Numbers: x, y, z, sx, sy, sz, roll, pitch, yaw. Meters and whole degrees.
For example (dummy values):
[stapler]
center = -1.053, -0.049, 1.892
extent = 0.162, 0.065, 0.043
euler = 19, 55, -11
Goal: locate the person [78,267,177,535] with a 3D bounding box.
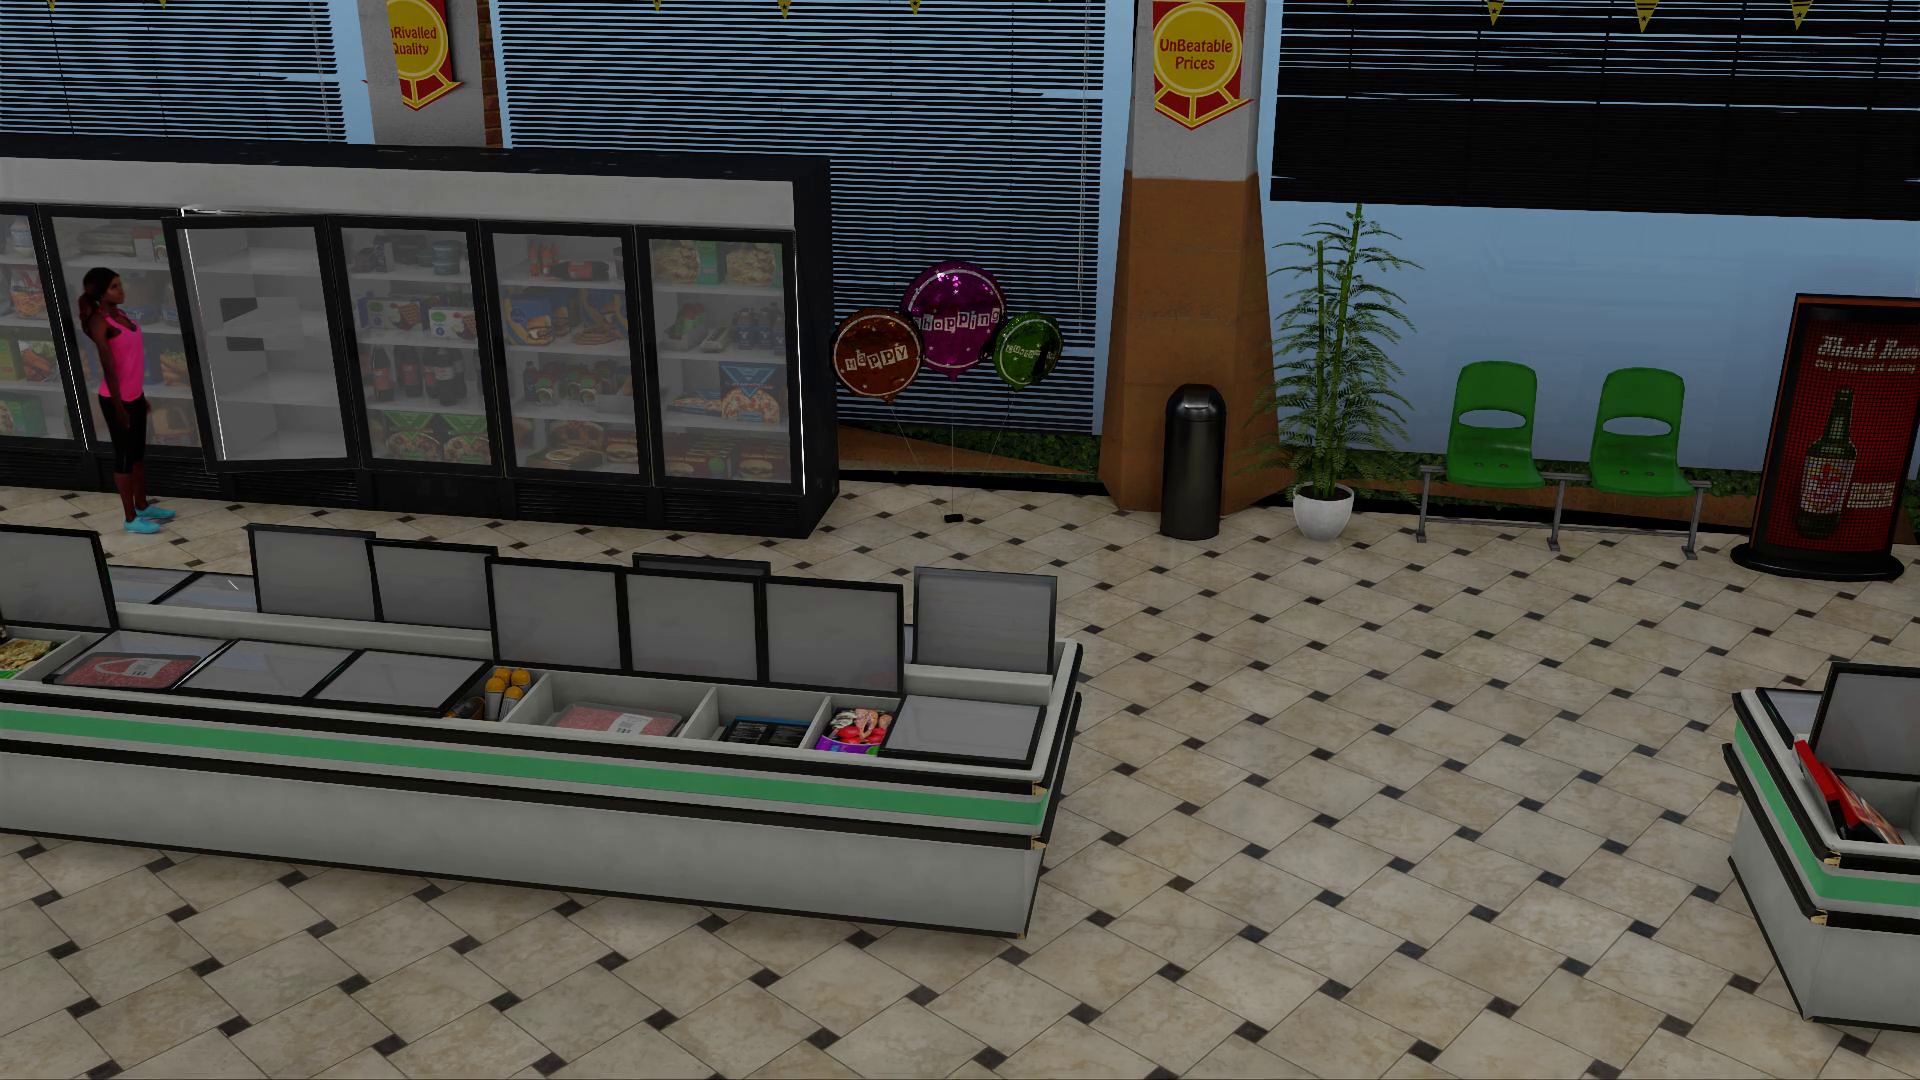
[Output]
[person]
center = -5.382, -0.905, 10.687
extent = 0.604, 1.722, 0.601
euler = 0, 22, -1
